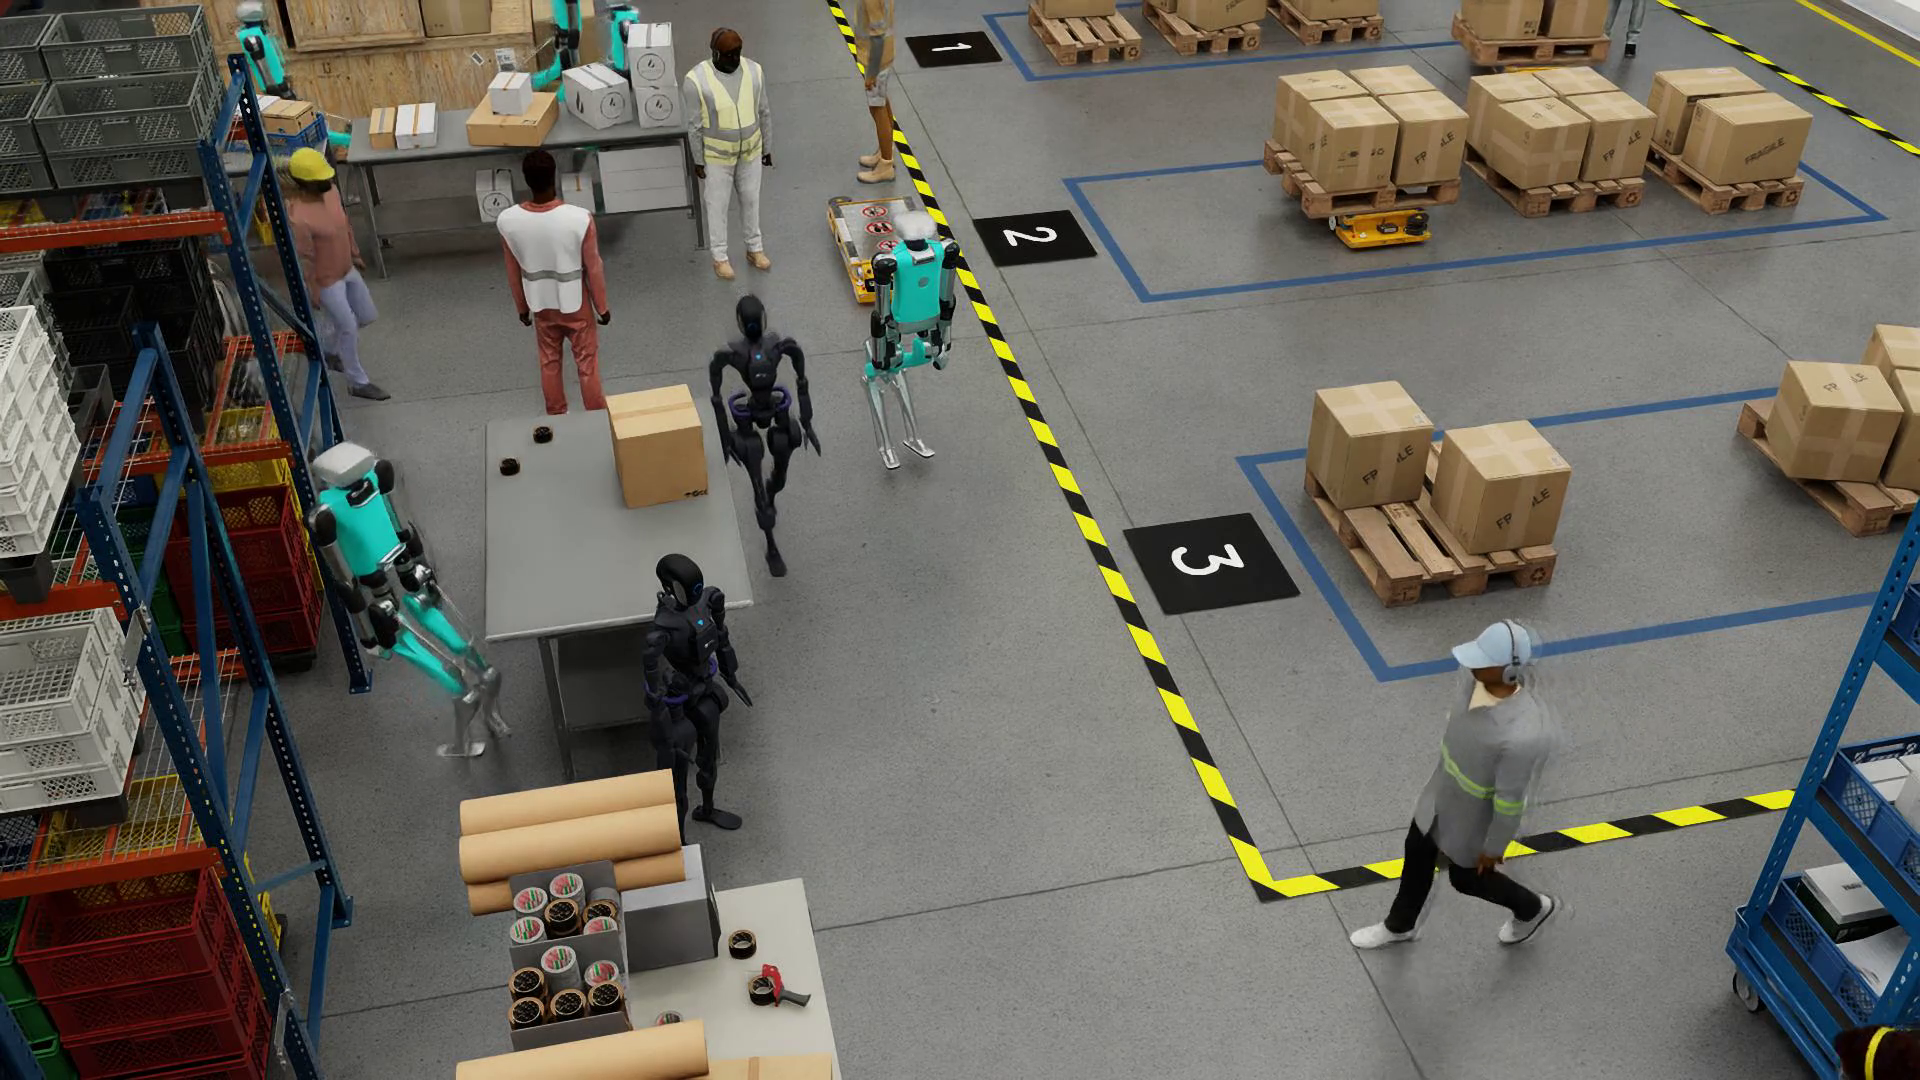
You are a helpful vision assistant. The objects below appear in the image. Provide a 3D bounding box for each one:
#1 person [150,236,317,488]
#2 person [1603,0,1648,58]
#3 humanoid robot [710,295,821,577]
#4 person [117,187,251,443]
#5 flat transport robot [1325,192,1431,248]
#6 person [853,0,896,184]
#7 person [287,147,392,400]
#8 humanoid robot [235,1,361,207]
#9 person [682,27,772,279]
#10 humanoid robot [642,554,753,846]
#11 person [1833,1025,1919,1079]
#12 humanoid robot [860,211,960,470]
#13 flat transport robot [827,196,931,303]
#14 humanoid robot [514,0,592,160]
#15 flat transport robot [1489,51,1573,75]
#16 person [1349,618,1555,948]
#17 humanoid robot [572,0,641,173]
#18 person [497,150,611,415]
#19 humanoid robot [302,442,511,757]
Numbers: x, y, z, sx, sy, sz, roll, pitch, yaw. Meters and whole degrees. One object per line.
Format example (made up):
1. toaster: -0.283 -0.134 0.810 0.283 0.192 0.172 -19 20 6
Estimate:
1. person: -4.311 -0.977 9.608 0.985 1.773 0.551 -27 45 -32
2. person: 6.348 -5.445 15.560 0.595 1.830 0.403 14 39 19
3. humanoid robot: -1.099 -0.649 9.302 0.586 1.647 0.772 -12 38 -15
4. person: -4.707 -1.394 10.106 0.460 1.839 0.533 -18 40 -22
5. flat transport robot: 3.134 -2.740 13.213 0.652 0.197 1.431 -8 37 -10
6. person: -0.706 -3.849 13.243 0.386 2.039 0.613 1 37 2
7. person: -4.022 -1.690 10.574 0.475 1.749 0.538 6 37 8
8. humanoid robot: -4.983 -3.255 12.705 0.987 1.749 0.543 -13 38 -16
9. person: -1.639 -2.795 12.004 0.629 1.835 0.429 -18 40 -23
10. humanoid robot: -1.181 0.734 7.374 0.315 1.657 0.599 20 41 24
11. person: 2.862 2.213 5.280 0.658 1.831 0.329 8 37 10
12. humanoid robot: -0.369 -1.246 9.886 0.533 1.676 0.735 -18 40 -22
13. flat transport robot: -0.570 -2.220 12.538 0.659 0.231 1.431 -8 37 -10
14. humanoid robot: -3.462 -3.891 13.582 0.994 1.779 0.530 -13 39 -17
15. flat transport robot: 5.302 -4.481 15.553 0.652 0.197 1.431 -3 37 -4
16. person: 2.152 1.049 6.839 0.782 1.828 0.595 -5 37 -7
17. humanoid robot: -2.859 -3.370 12.873 0.942 1.785 0.548 -9 38 -12
18. person: -2.434 -1.441 10.118 0.585 1.911 0.399 3 37 3
19. humanoid robot: -2.504 0.368 7.837 0.798 1.771 0.550 13 39 17
